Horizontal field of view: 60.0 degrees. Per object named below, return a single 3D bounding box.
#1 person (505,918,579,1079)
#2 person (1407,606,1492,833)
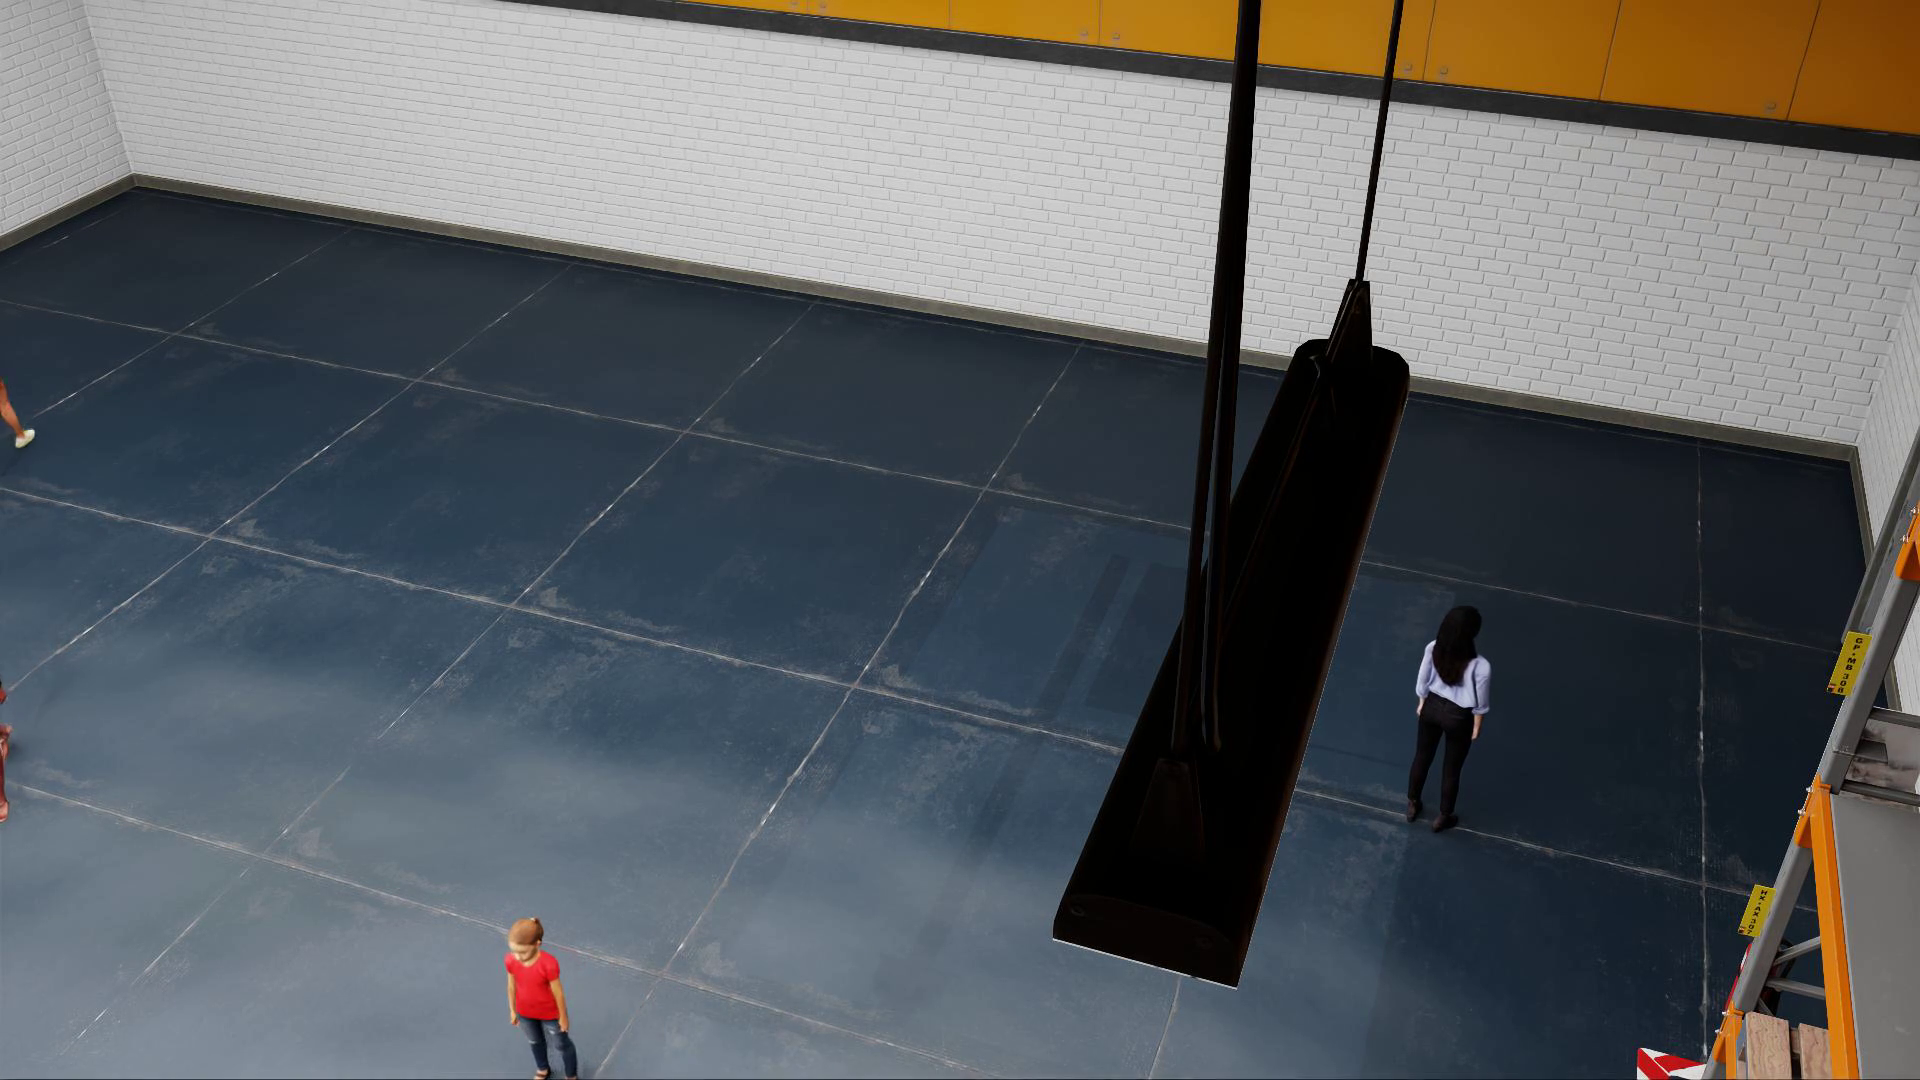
[{"bbox_3d":[-2.300,2.562,9.141,0.493,1.308,0.507,9,35,13],"label":"person"},{"bbox_3d":[3.170,1.167,10.844,0.712,1.745,0.671,25,41,33],"label":"person"}]
